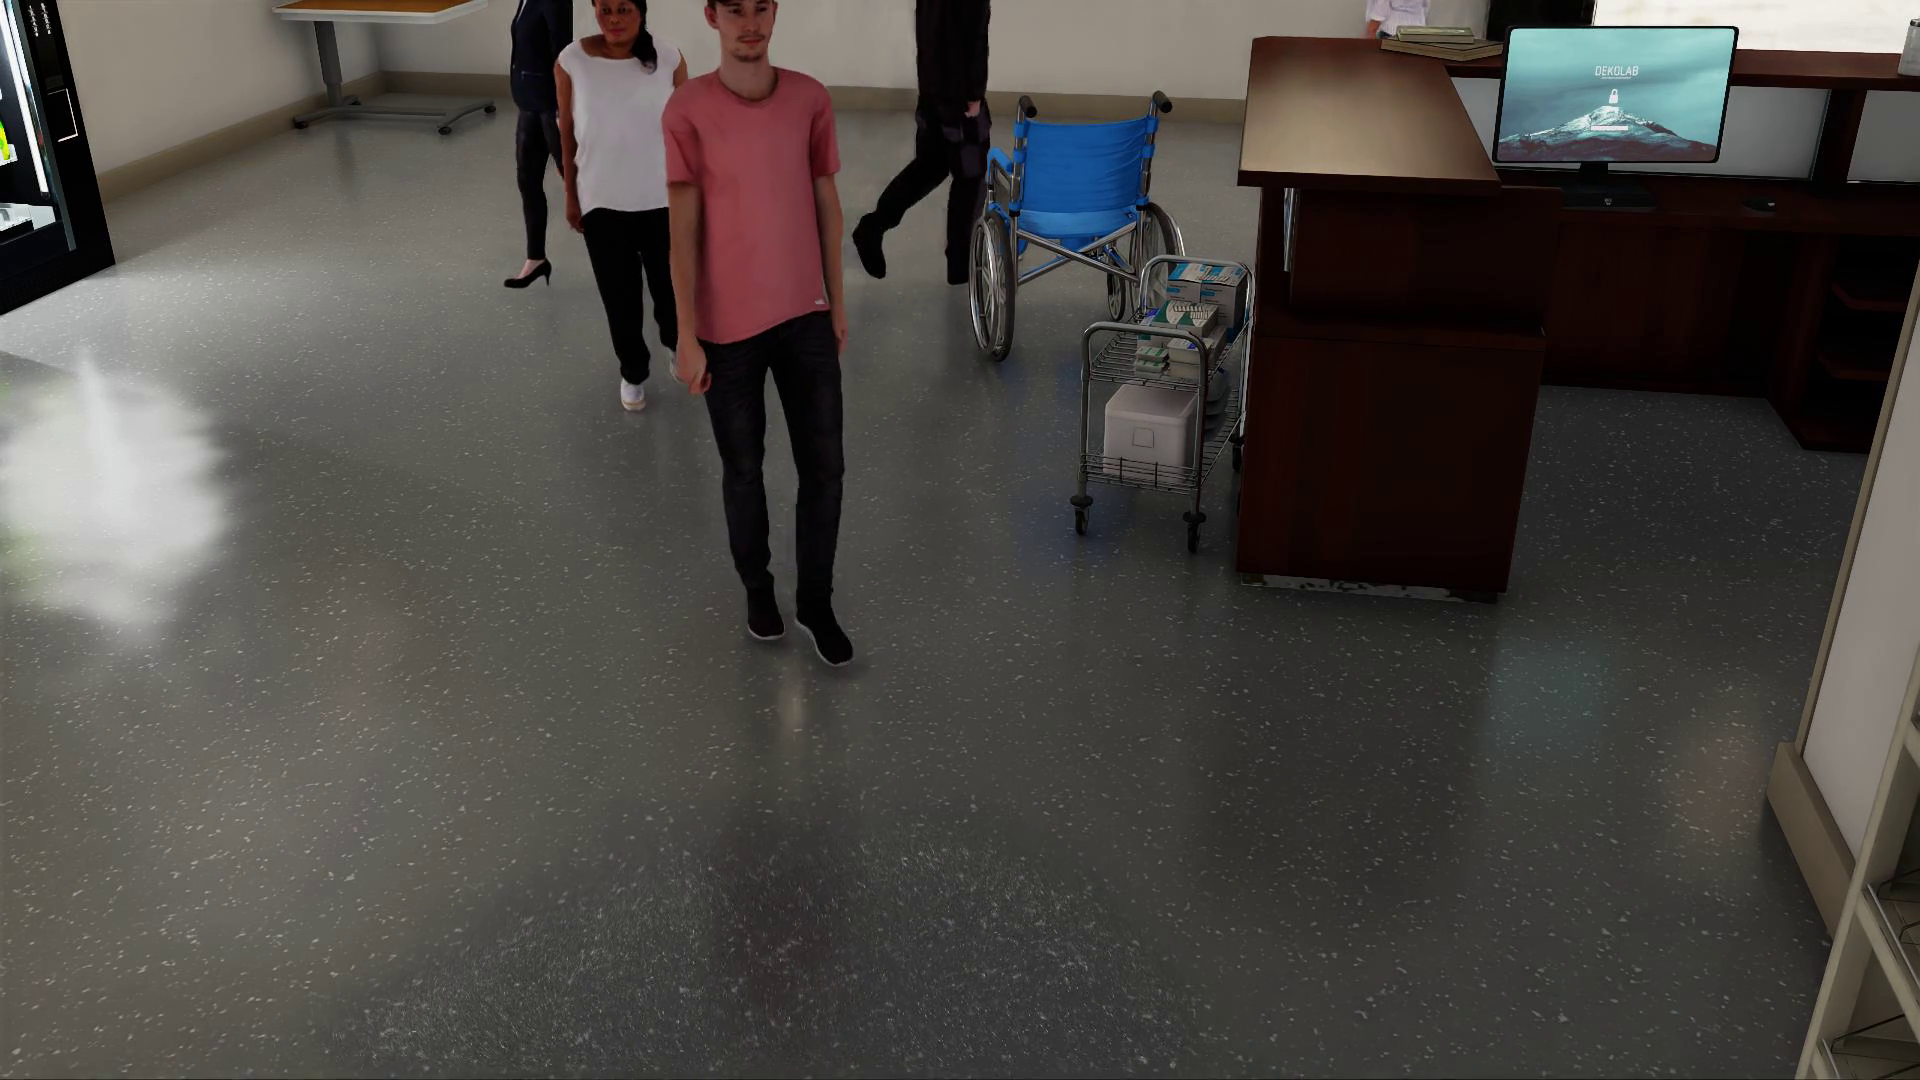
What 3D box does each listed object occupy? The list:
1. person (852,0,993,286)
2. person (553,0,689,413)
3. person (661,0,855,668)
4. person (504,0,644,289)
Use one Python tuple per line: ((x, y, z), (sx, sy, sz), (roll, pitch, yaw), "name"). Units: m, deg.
((-0.098, -2.025, 7.624), (1.166, 1.870, 1.125), (-17, 31, -31), "person")
((-1.265, -1.357, 6.459), (0.735, 1.678, 0.754), (-3, 26, -6), "person")
((-0.575, -0.633, 4.654), (0.857, 1.940, 0.929), (-9, 27, -18), "person")
((-1.823, -2.002, 7.818), (1.085, 1.658, 1.043), (-16, 30, -29), "person")
